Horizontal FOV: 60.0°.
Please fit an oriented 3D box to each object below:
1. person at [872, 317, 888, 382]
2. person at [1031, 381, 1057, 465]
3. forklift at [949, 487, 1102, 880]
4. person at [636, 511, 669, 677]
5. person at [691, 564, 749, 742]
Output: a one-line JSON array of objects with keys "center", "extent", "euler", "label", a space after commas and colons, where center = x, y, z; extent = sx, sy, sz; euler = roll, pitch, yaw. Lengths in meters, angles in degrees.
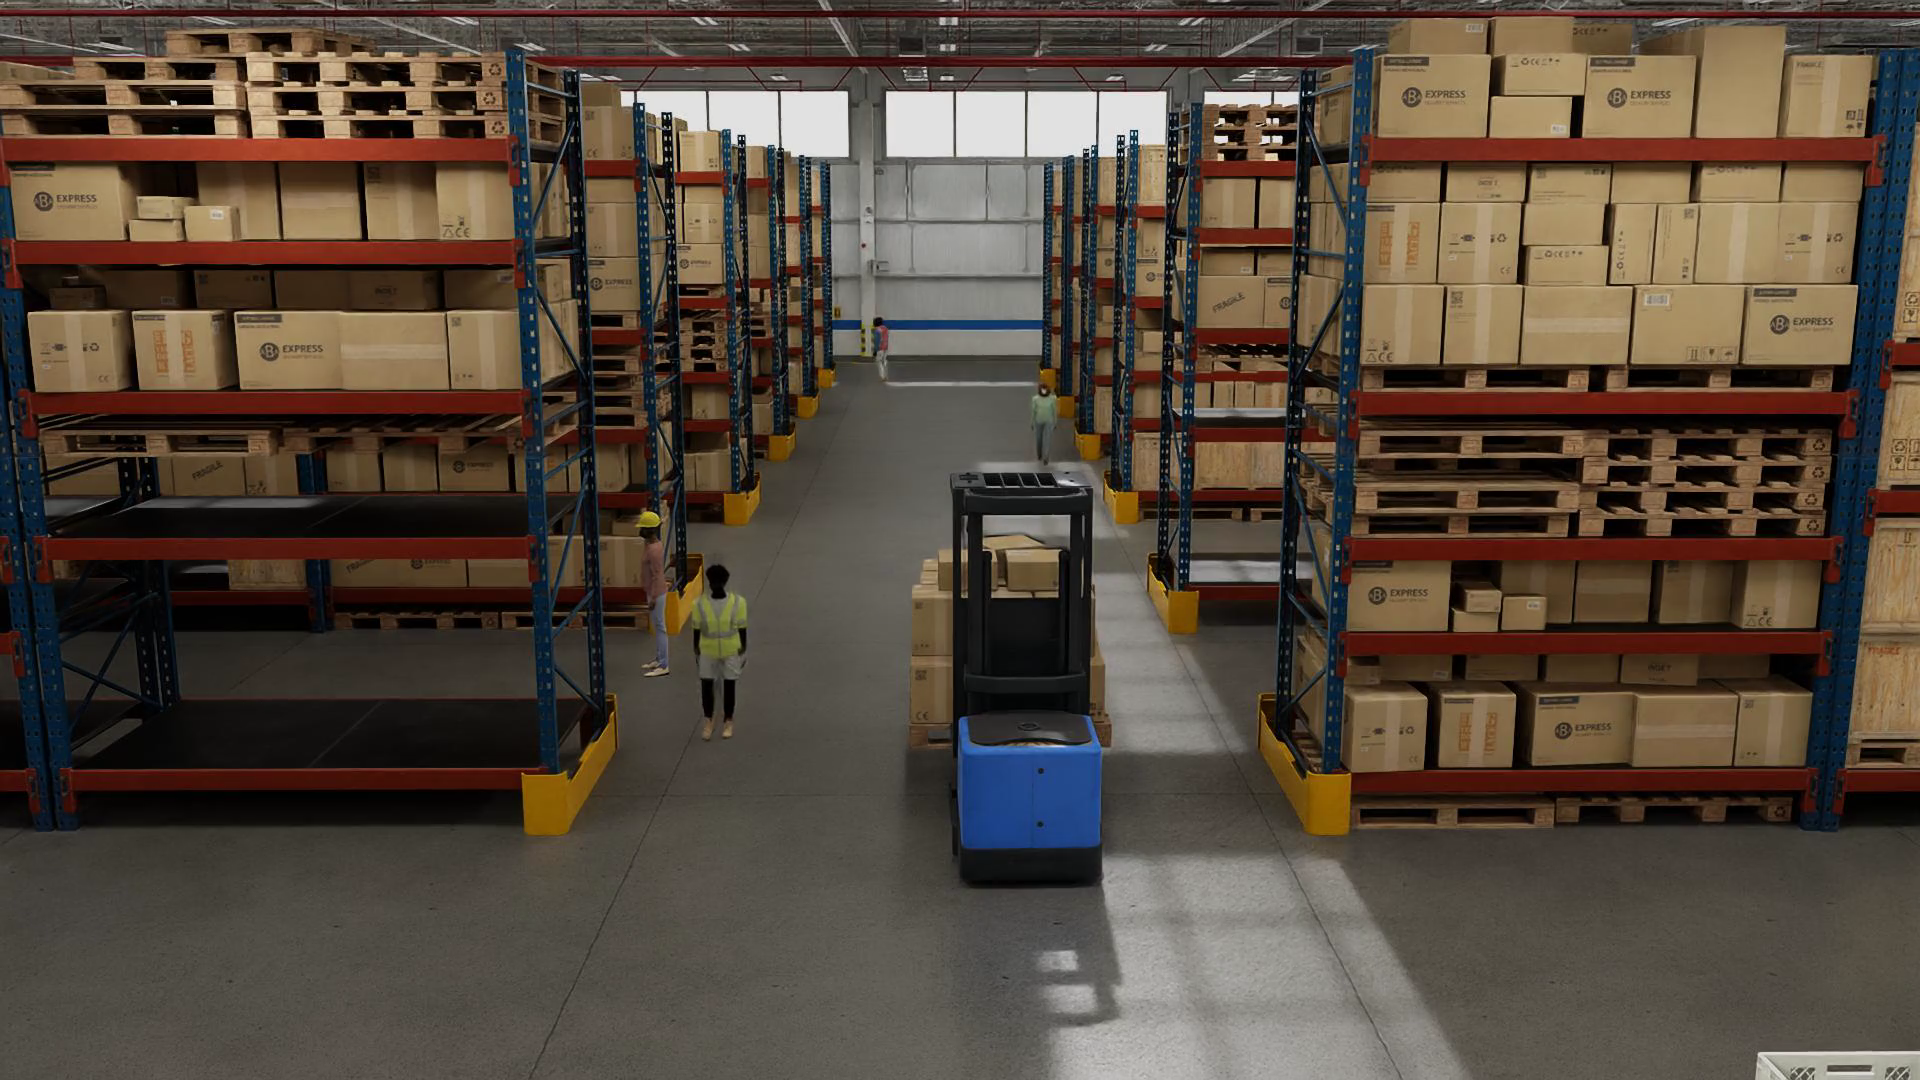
[{"center": [-2.240, -5.375, 46.991], "extent": [0.509, 1.823, 0.682], "euler": [5, 12, 22], "label": "person"}, {"center": [1.625, -2.273, 32.089], "extent": [0.499, 1.621, 0.535], "euler": [0, 11, 2], "label": "person"}, {"center": [0.495, 0.986, 12.813], "extent": [1.129, 2.768, 1.873], "euler": [0, 11, -2], "label": "forklift"}, {"center": [-3.261, 0.567, 17.664], "extent": [0.310, 1.769, 0.525], "euler": [-3, 12, -14], "label": "person"}, {"center": [-2.227, 1.057, 15.456], "extent": [0.537, 1.681, 0.498], "euler": [-1, 11, -5], "label": "person"}]
